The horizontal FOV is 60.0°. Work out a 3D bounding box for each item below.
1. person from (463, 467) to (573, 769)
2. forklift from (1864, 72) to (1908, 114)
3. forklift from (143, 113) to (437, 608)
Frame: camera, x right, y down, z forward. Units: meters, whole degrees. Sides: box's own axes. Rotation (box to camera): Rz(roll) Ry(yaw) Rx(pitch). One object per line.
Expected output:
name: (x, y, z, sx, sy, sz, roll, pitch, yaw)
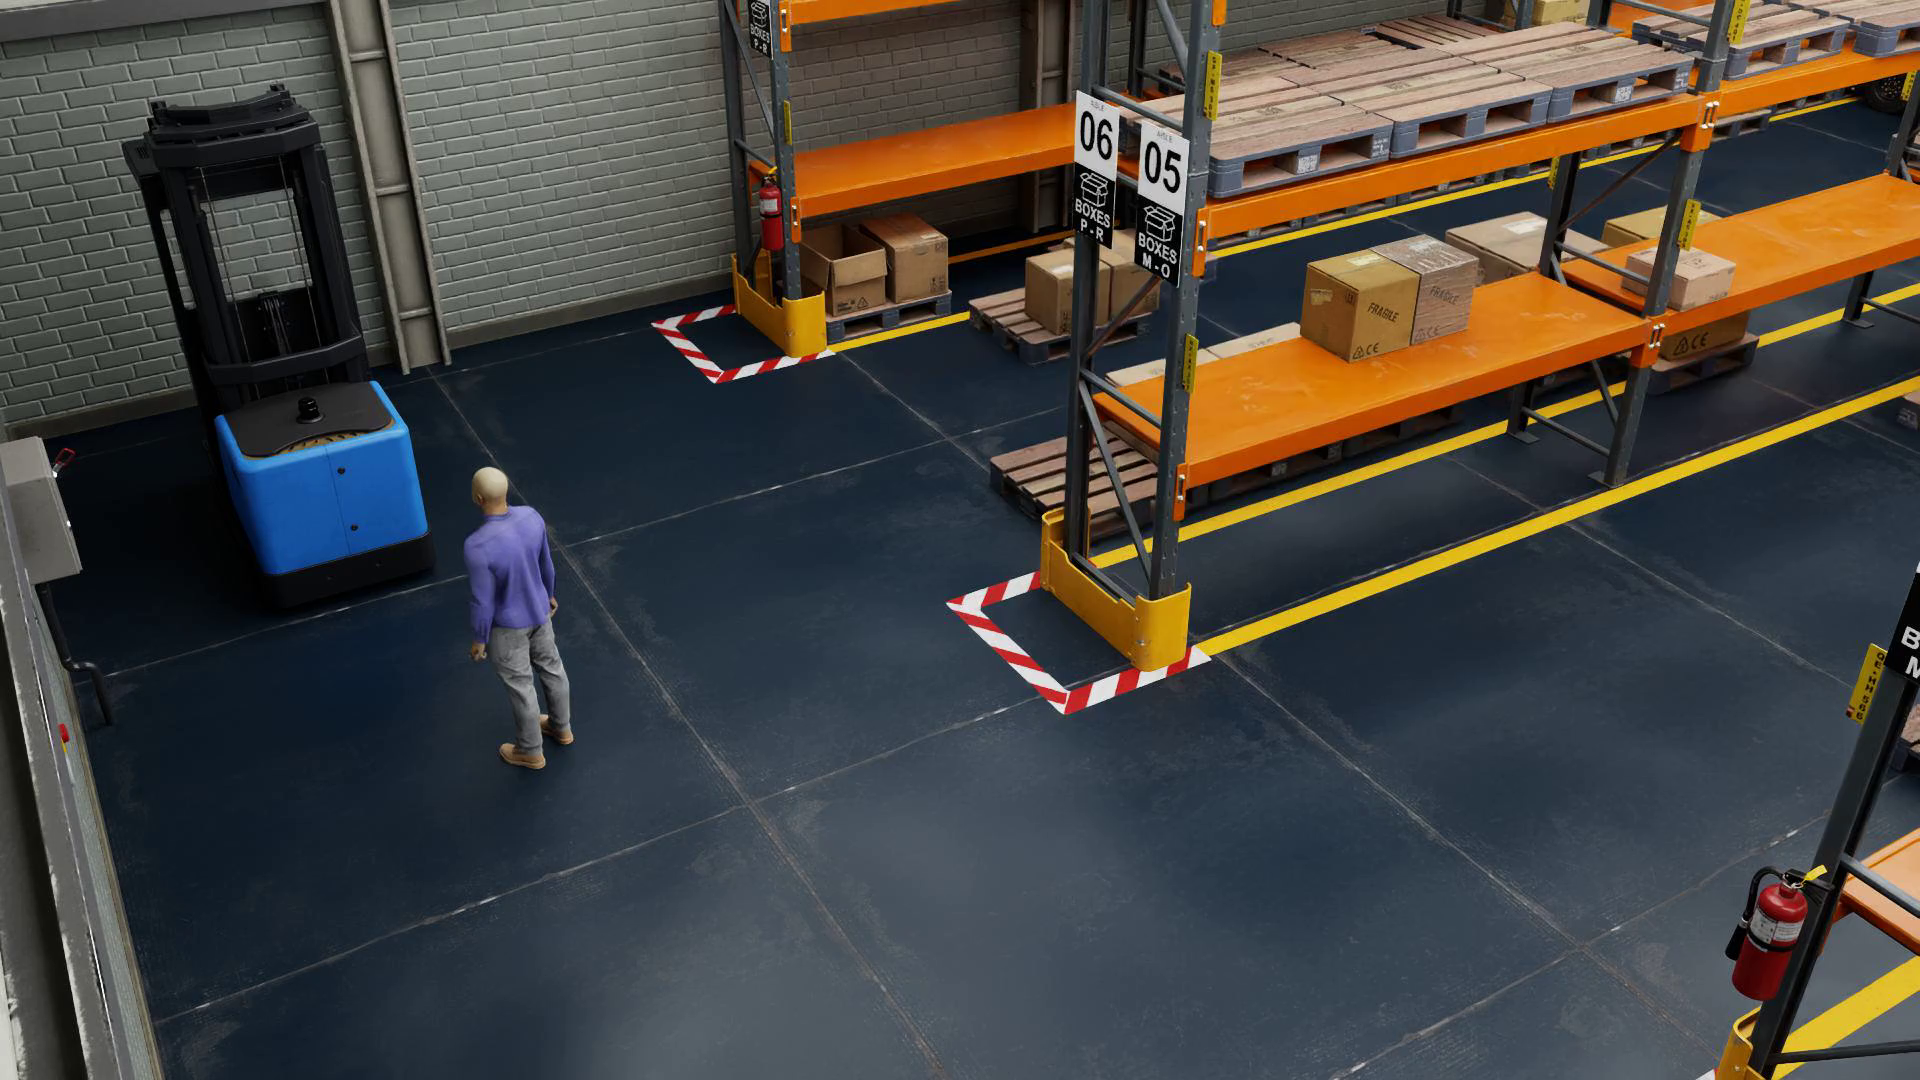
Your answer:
person: (-2.336, 0.424, 8.801, 0.399, 1.799, 0.590, 18, 36, 27)
forklift: (11.468, -5.645, 18.244, 1.214, 2.155, 2.313, -17, 36, -26)
forklift: (-4.289, -1.259, 10.509, 1.129, 2.768, 1.873, -17, 36, -26)
